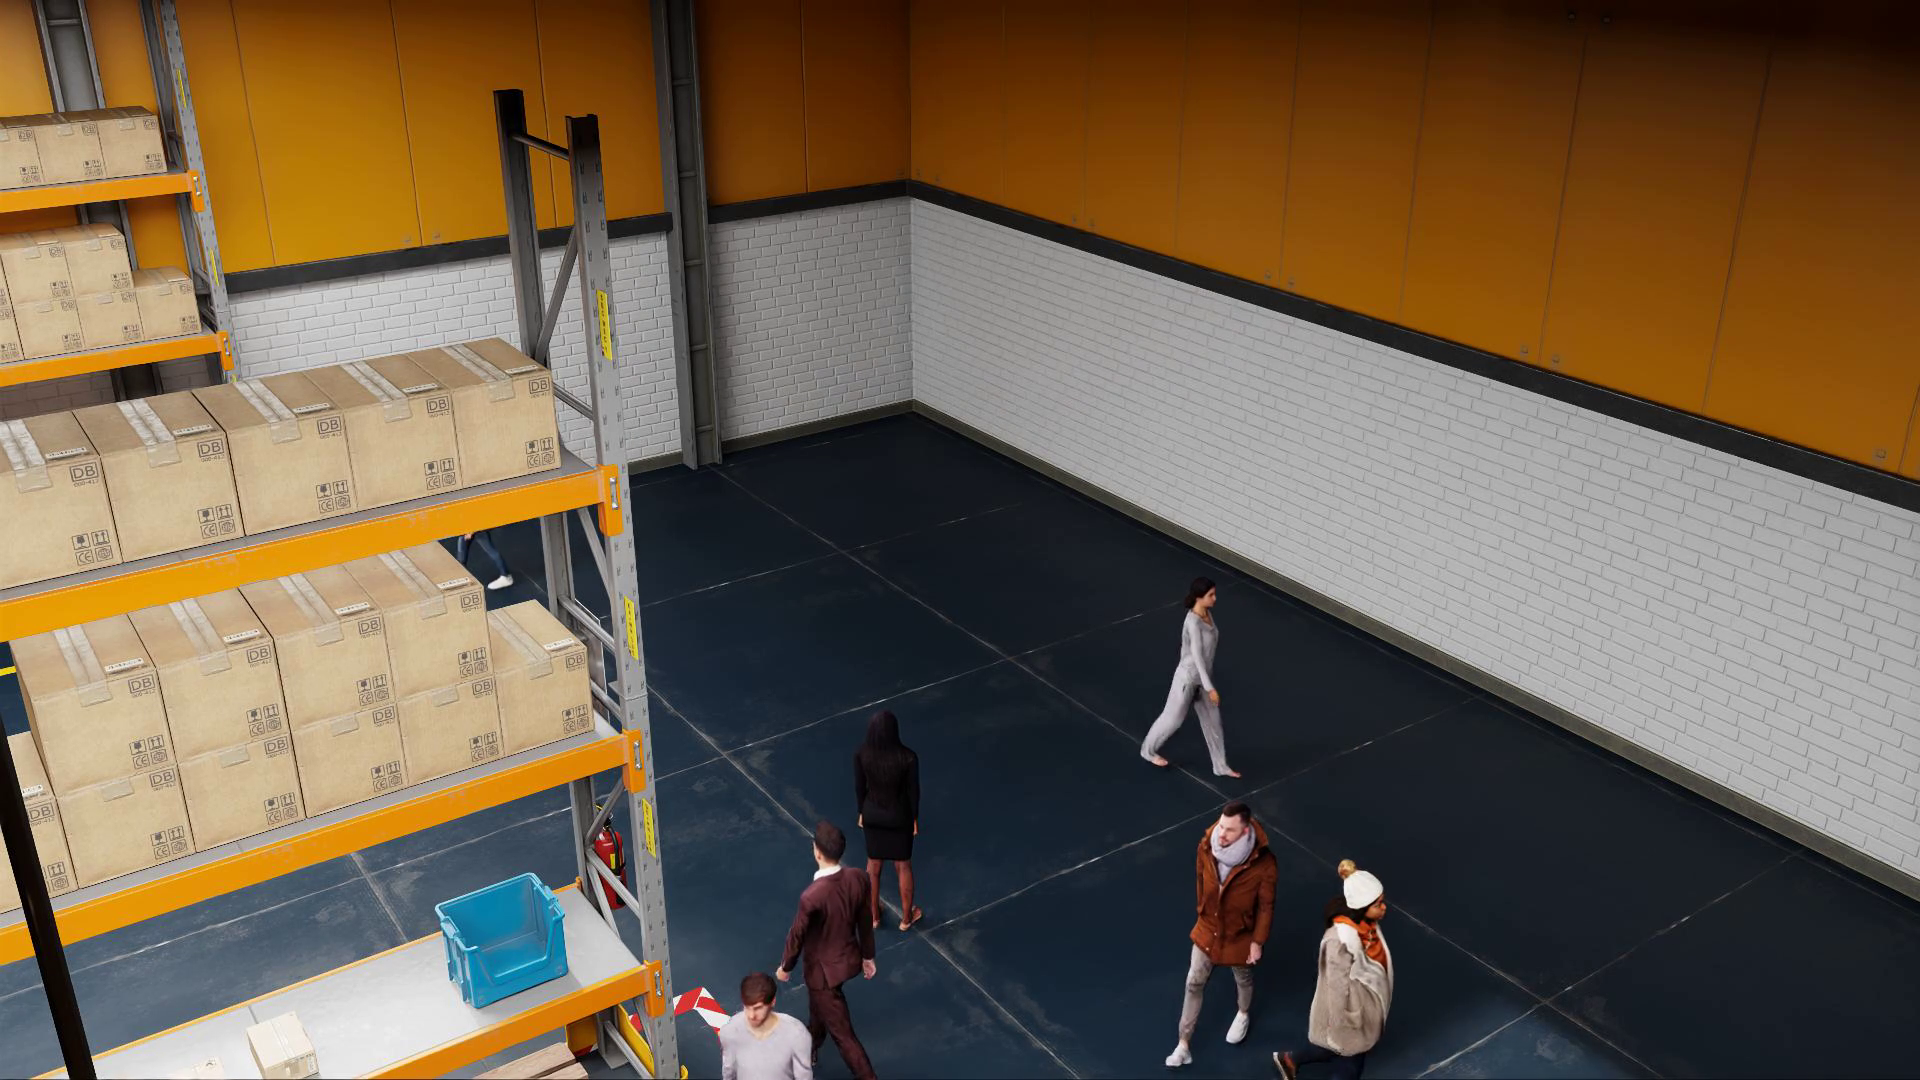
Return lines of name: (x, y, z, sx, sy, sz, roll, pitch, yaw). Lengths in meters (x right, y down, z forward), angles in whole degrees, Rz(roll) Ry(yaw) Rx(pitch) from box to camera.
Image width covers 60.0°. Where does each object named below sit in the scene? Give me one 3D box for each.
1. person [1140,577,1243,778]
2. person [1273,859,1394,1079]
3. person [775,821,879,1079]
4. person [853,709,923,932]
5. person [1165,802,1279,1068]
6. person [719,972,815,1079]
person: (1.787, 1.121, 13.395, 0.967, 1.725, 1.109, 13, 27, 27)
person: (2.175, 2.667, 9.675, 0.984, 1.872, 1.008, 13, 27, 26)
person: (-0.701, 2.592, 9.913, 0.980, 1.819, 1.231, 17, 29, 34)
person: (-0.504, 1.931, 11.549, 0.676, 1.720, 0.725, 5, 24, 12)
person: (1.726, 2.400, 10.379, 0.983, 1.798, 1.185, 13, 27, 27)
person: (-0.982, 3.034, 8.896, 1.029, 1.823, 1.082, 4, 24, 9)
